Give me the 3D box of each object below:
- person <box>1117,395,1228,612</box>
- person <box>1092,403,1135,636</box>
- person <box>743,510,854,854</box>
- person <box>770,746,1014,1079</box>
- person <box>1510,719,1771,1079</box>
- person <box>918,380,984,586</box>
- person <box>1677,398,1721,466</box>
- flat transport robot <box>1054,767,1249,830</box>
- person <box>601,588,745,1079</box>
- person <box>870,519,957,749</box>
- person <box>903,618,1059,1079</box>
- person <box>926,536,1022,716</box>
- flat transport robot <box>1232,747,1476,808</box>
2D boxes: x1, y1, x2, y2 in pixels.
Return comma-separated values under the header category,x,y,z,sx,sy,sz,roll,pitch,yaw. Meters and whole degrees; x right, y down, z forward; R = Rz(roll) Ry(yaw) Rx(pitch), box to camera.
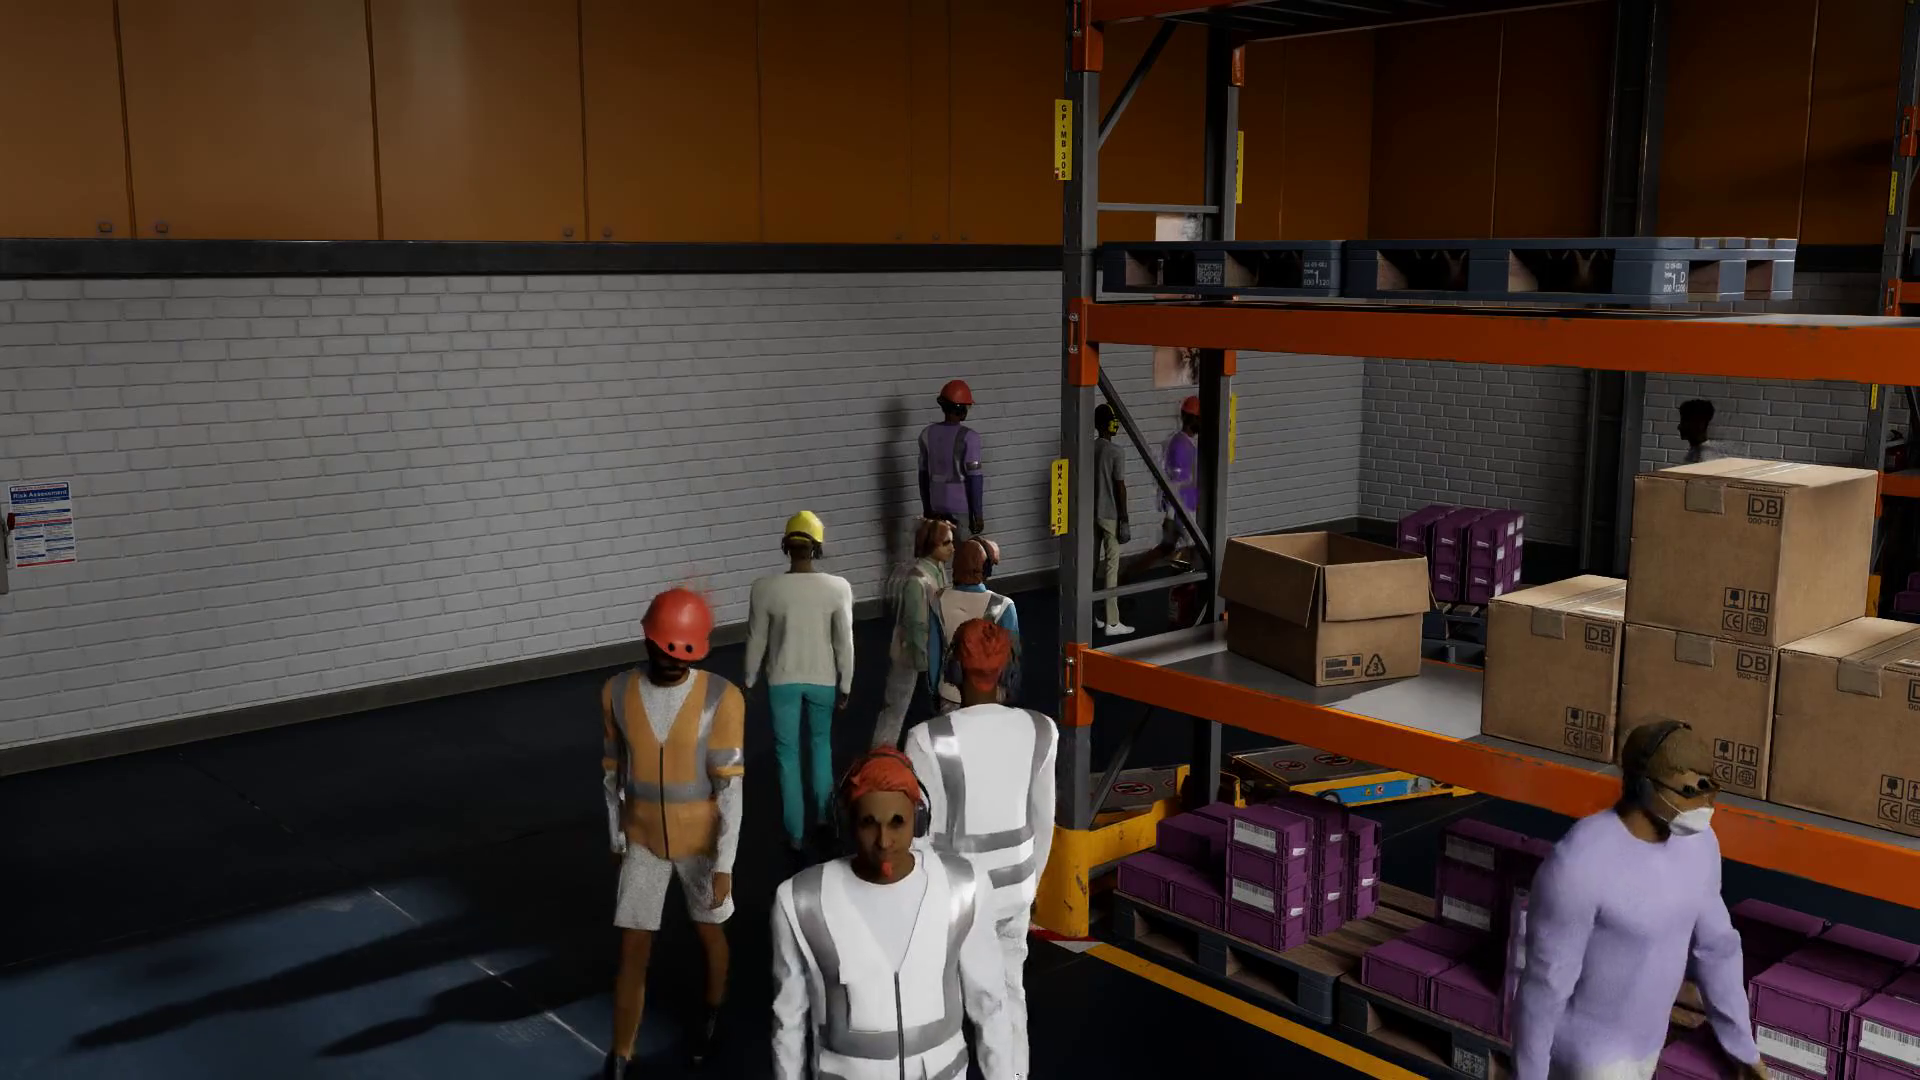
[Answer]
category,x,y,z,sx,sy,sz,roll,pitch,yaw
person,1.781,-0.302,14.145,0.969,1.892,0.557,2,10,12
person,1.163,-0.170,13.369,0.327,1.874,0.521,-9,13,-44
person,-0.824,0.726,8.509,0.540,1.747,0.434,-3,10,-15
person,-0.148,1.432,4.091,0.580,1.839,0.956,-3,10,-15
person,1.758,1.363,4.423,0.650,1.877,1.059,-8,12,-39
person,-0.044,-0.278,13.500,0.616,2.041,0.382,8,12,39
person,5.737,-0.117,12.828,0.584,1.953,0.606,3,10,19
flat transport robot,0.835,1.413,8.777,1.431,0.197,0.652,-3,10,-16
person,-1.036,1.098,5.932,0.552,1.872,0.951,1,10,6
person,-0.158,0.671,9.255,0.857,1.587,0.521,4,10,21
person,-0.012,1.162,5.615,0.593,1.854,0.861,-5,11,-27
person,0.071,0.798,8.379,0.524,1.639,0.306,5,11,29
flat transport robot,2.158,1.316,9.351,1.431,0.197,0.652,-4,10,-22
